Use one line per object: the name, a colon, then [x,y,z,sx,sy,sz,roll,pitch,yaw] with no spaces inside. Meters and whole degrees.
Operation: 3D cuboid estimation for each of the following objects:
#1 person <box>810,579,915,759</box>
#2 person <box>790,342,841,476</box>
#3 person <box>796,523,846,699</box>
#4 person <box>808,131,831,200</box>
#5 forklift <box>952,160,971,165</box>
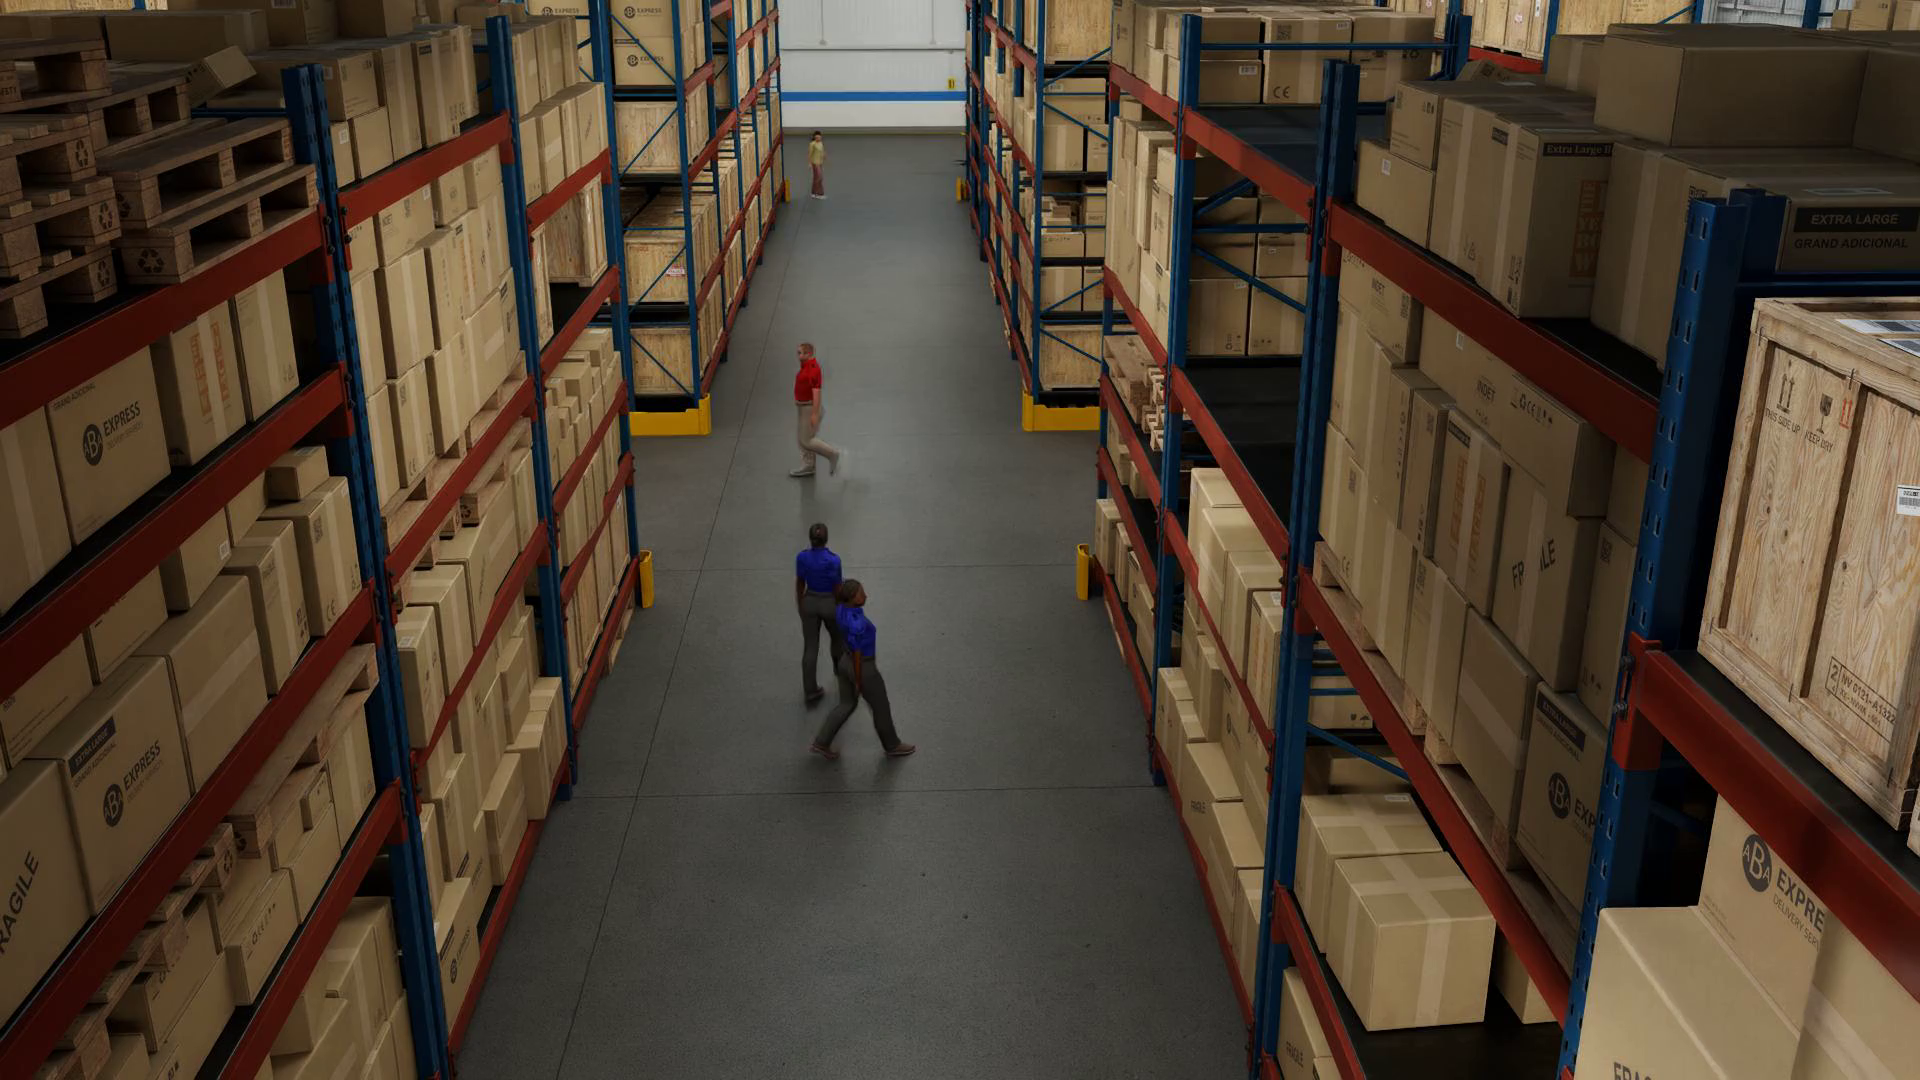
person: [-0.823,1.068,13.818,0.881,1.643,0.452,-12,24,-29]
person: [-1.833,-1.630,20.862,0.635,1.732,0.590,-5,21,-12]
person: [-1.235,0.580,15.093,0.460,1.646,0.749,4,21,11]
person: [-3.547,-9.478,41.994,0.532,1.693,0.552,9,22,23]
forklift: [1.298,-11.878,46.667,3.031,2.941,1.121,-1,21,-4]
